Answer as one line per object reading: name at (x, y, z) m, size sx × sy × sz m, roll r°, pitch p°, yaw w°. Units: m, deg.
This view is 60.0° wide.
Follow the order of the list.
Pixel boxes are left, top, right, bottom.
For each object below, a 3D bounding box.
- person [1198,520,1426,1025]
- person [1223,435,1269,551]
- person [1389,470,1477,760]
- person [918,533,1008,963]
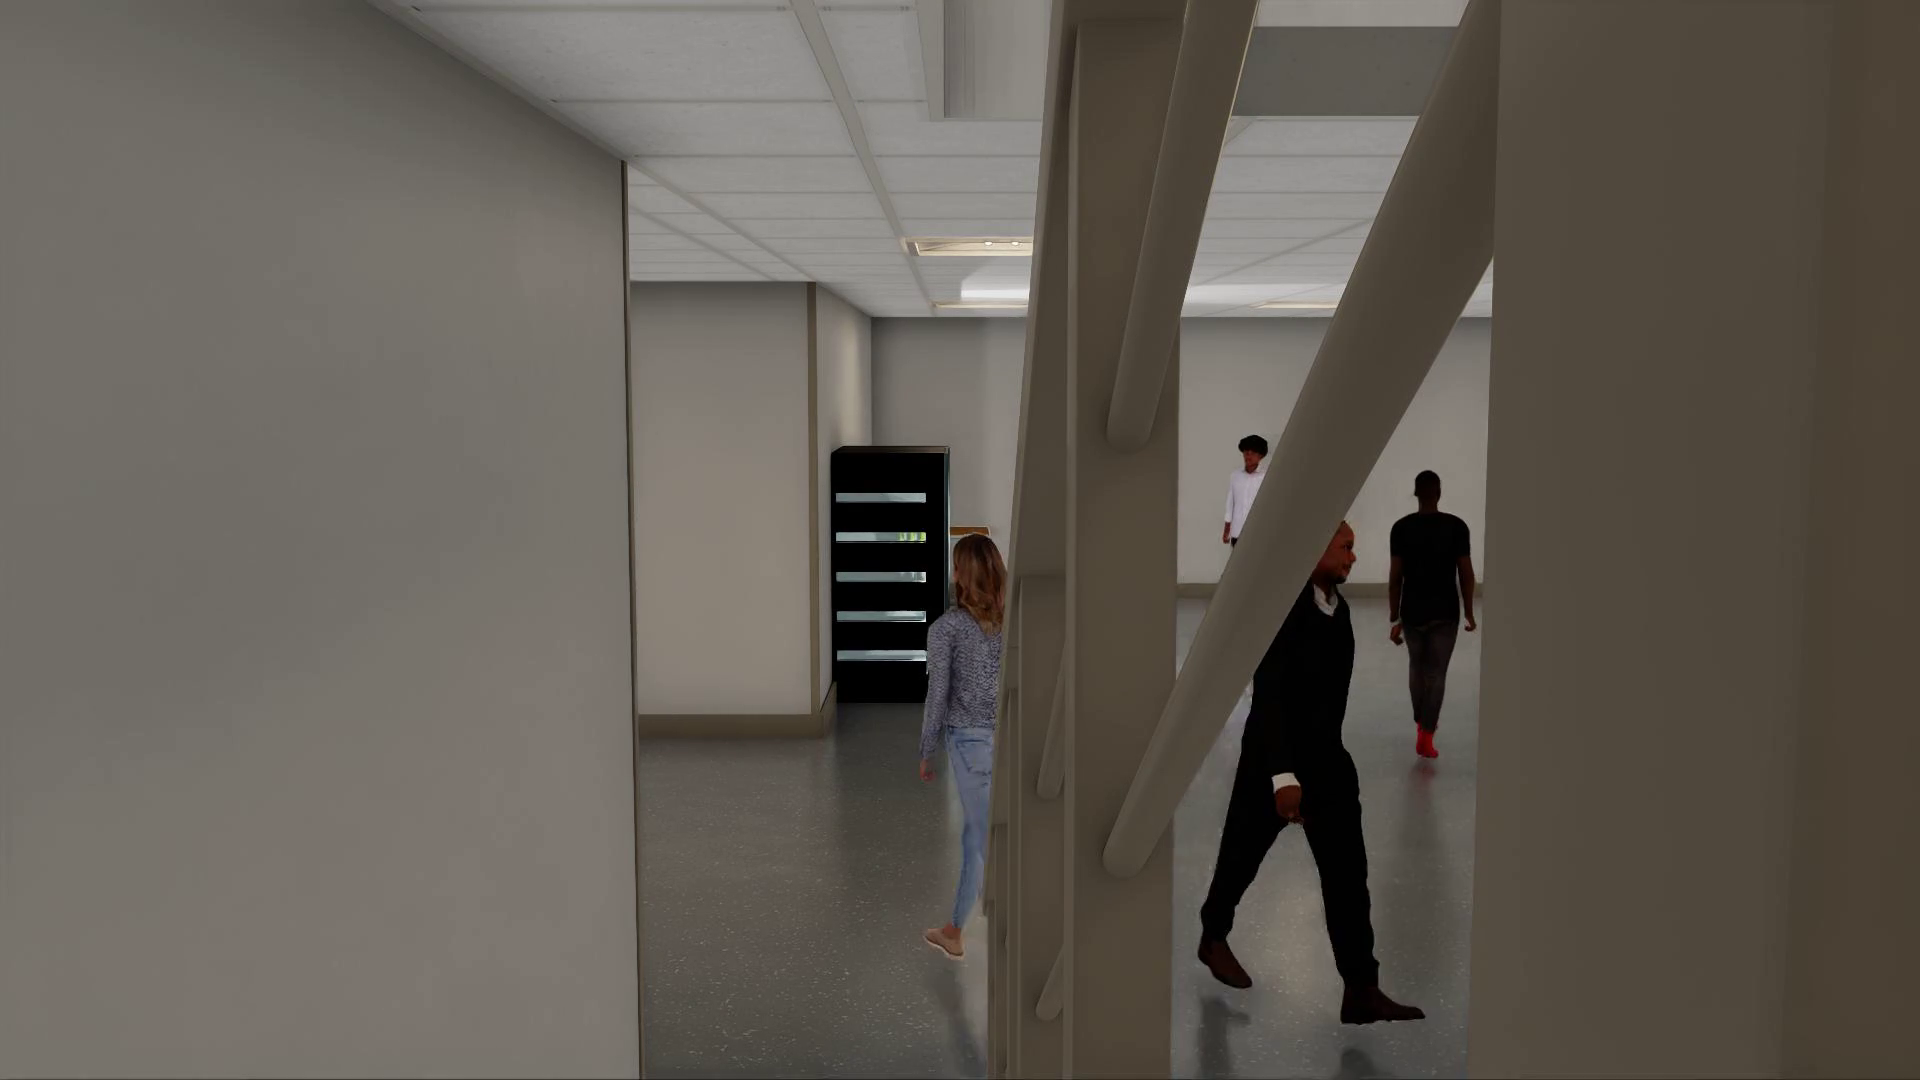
person at (1.183, 0.854, 6.279) m, size 1.184 × 1.850 × 1.401 m, roll -4°, pitch 7°, yaw -31°
person at (2.850, -0.117, 16.265) m, size 1.021 × 1.782 × 1.144 m, roll 4°, pitch 7°, yaw 36°
person at (2.899, 0.493, 10.287) m, size 1.010 × 1.765 × 1.309 m, roll 3°, pitch 6°, yaw 24°
person at (0.142, 0.896, 6.373) m, size 1.013 × 1.746 × 1.259 m, roll -3°, pitch 7°, yaw -30°
